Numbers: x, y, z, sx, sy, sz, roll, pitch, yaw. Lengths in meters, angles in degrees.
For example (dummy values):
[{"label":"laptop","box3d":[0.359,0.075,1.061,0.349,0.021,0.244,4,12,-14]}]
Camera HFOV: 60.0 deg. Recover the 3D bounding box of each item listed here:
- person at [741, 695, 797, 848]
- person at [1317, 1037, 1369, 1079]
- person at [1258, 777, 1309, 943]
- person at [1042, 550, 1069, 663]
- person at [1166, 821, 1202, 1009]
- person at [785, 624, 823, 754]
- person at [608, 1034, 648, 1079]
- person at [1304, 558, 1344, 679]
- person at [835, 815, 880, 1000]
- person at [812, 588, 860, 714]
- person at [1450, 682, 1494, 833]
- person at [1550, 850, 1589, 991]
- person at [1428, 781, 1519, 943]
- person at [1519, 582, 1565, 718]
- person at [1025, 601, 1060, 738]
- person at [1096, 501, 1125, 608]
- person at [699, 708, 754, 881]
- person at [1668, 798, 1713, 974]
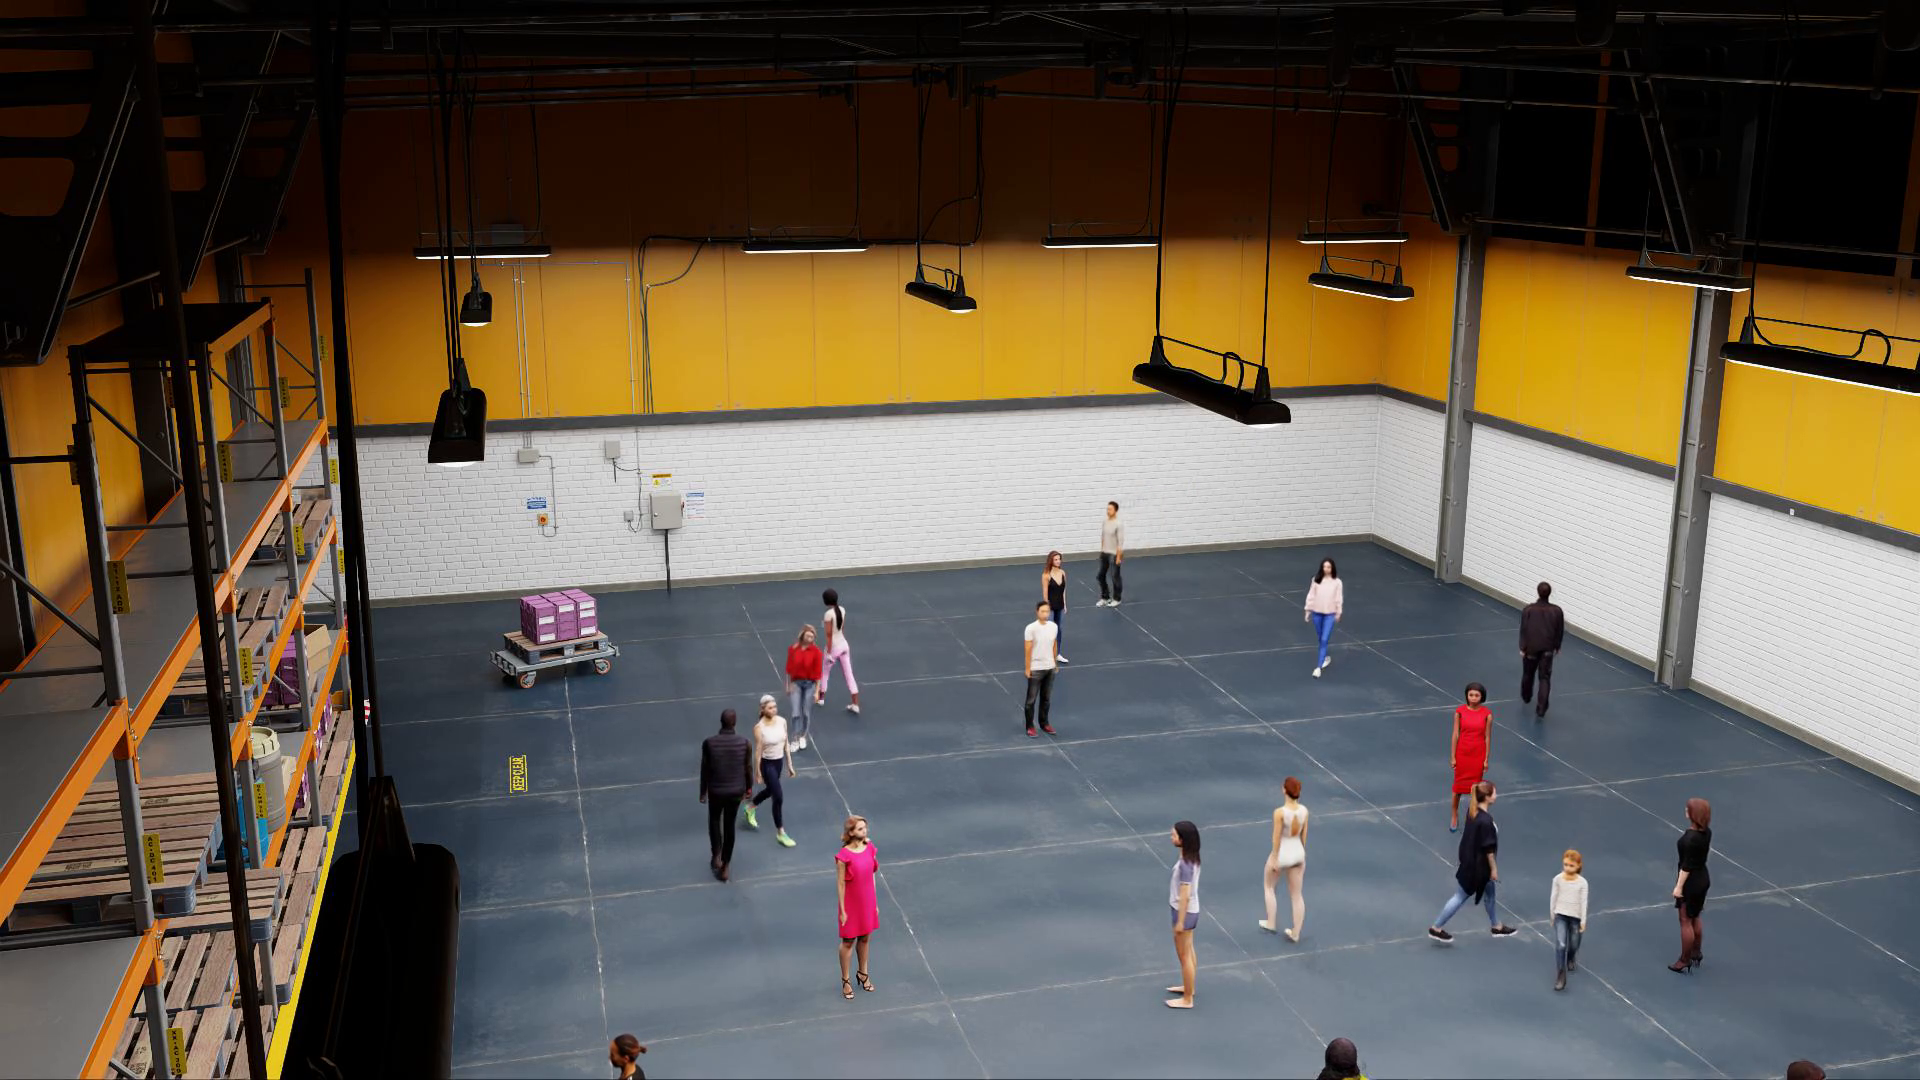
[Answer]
[{"label":"person","box3d":[-2.145,2.502,18.393,1.201,1.672,1.043,10,17,37]},{"label":"person","box3d":[2.604,4.231,11.350,0.916,1.628,1.147,-1,14,-3]},{"label":"person","box3d":[3.202,3.104,16.009,0.605,1.626,0.709,-5,15,-21]},{"label":"person","box3d":[1.381,0.988,24.541,0.660,1.723,0.651,-10,17,-37]},{"label":"person","box3d":[2.010,3.324,14.869,0.702,1.733,0.560,2,14,9]},{"label":"person","box3d":[-1.997,1.857,21.040,0.737,1.681,0.776,3,14,13]},{"label":"person","box3d":[-2.241,4.174,11.497,0.651,1.668,0.472,-3,14,-11]},{"label":"person","box3d":[5.291,1.104,24.082,1.186,1.712,1.234,8,16,30]},{"label":"person","box3d":[-0.934,3.288,15.033,0.647,1.727,0.654,-10,17,-36]},{"label":"person","box3d":[-1.611,1.528,22.369,1.190,1.695,1.088,10,17,36]},{"label":"person","box3d":[5.697,2.424,18.566,0.639,1.744,0.651,4,14,15]},{"label":"person","box3d":[5.597,3.451,15.258,0.737,1.305,0.822,6,15,25]},{"label":"person","box3d":[4.851,3.122,15.915,0.886,1.636,1.130,0,14,-1]},{"label":"person","box3d":[7.783,1.499,22.281,1.081,1.793,1.305,3,14,11]},{"label":"person","box3d":[1.048,1.652,21.636,0.696,1.799,0.630,-7,15,-28]},{"label":"person","box3d":[2.577,0.220,27.548,0.880,1.800,0.806,-12,18,-40]},{"label":"person","box3d":[-2.442,2.679,17.368,0.758,1.812,0.715,-3,14,-11]},{"label":"person","box3d":[6.816,3.203,15.433,0.663,1.705,0.655,-13,18,-42]}]
